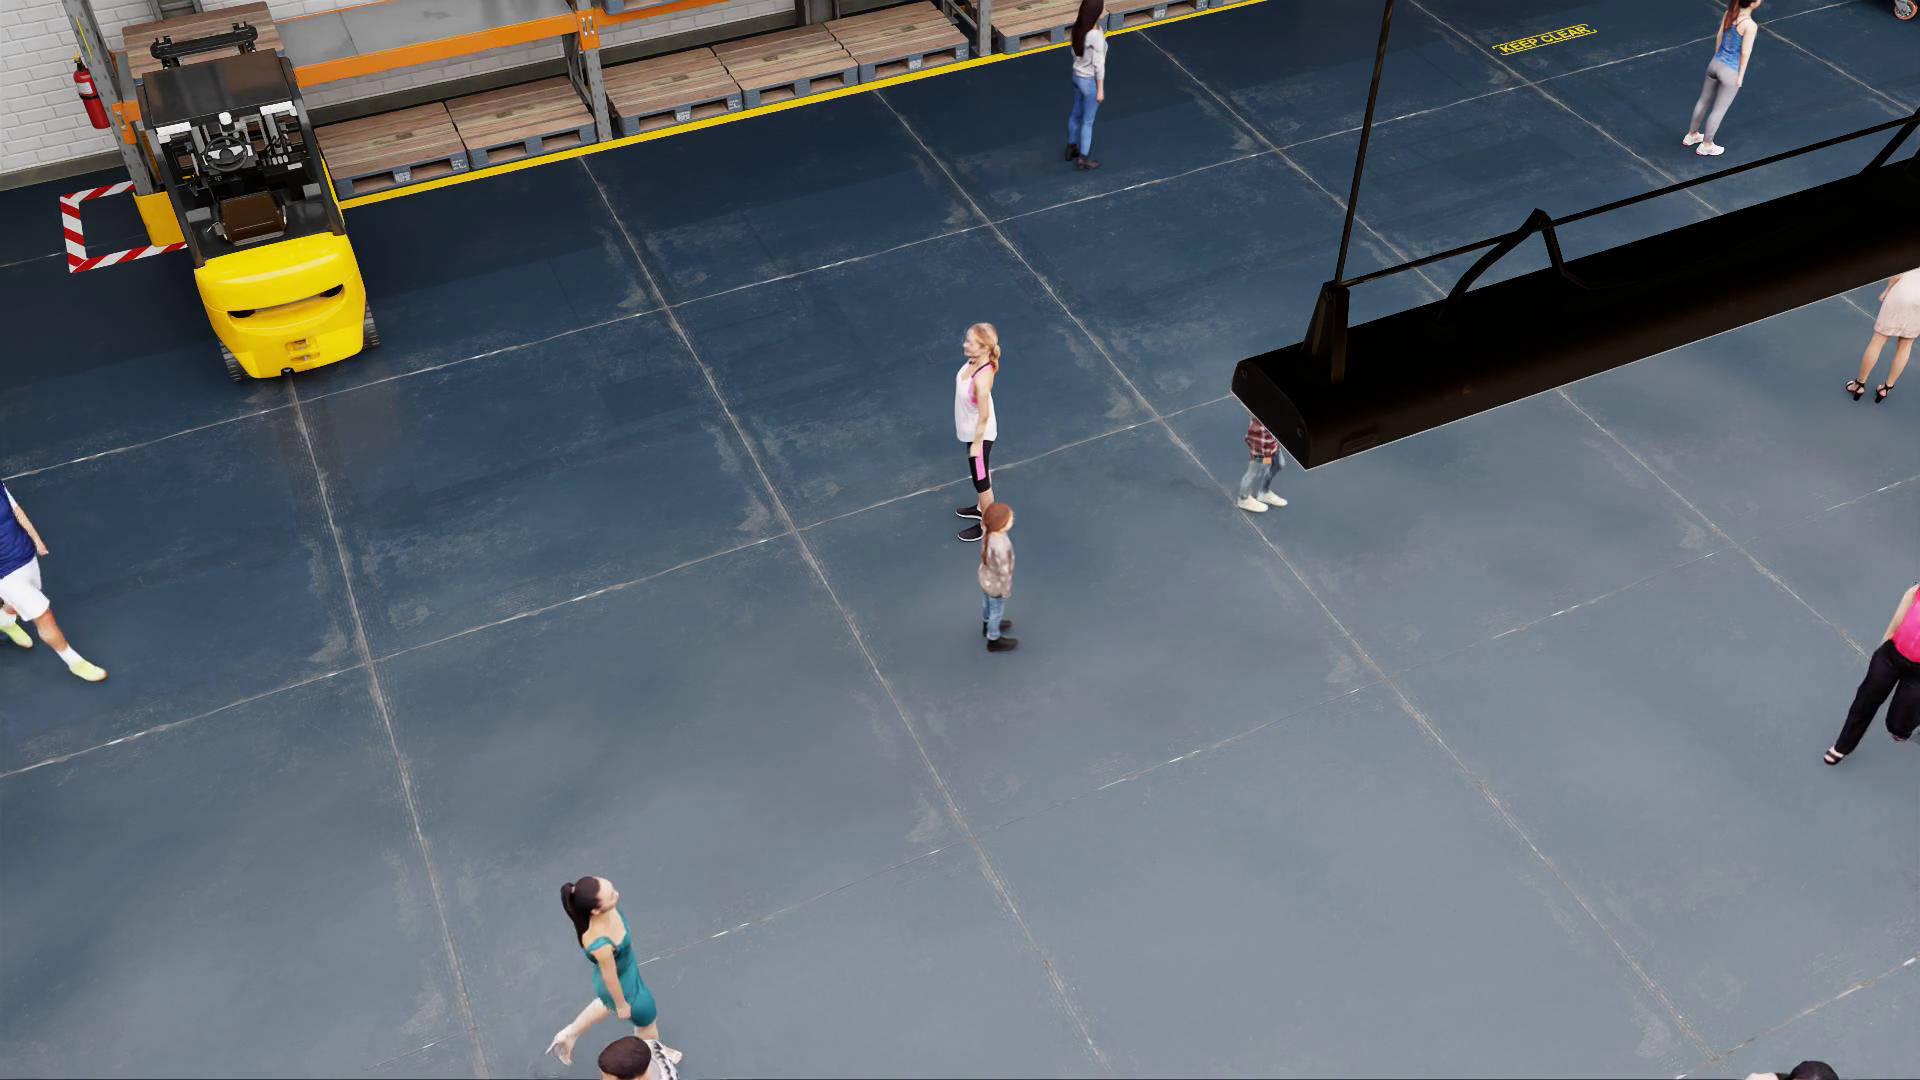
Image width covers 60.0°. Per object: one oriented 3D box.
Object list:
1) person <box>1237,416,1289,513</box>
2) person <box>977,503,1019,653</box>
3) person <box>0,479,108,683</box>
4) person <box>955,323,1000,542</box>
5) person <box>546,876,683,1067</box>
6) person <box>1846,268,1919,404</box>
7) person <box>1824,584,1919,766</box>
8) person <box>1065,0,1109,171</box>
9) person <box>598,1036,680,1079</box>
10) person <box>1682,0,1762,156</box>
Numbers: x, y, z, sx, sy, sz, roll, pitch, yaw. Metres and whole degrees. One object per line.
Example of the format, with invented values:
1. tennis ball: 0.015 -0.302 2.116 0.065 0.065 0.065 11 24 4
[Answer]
1. person: 2.070 -0.723 11.650 0.742 1.300 0.682 15 46 15
2. person: 0.224 0.229 10.727 0.510 1.194 0.511 -10 45 -11
3. person: -6.019 0.129 10.392 1.213 1.800 1.136 12 45 13
4. person: 0.135 -0.738 11.313 0.654 1.785 0.681 -1 44 -1
5. person: -1.783 2.209 8.305 0.935 1.667 0.667 -9 44 -9
6. person: 7.090 -1.796 12.391 0.626 1.830 0.709 10 44 10
7. person: 5.655 0.737 9.863 0.826 1.649 0.647 -25 49 -24
8. person: 1.134 -4.134 14.989 0.514 1.631 0.607 -20 47 -20
9. person: -1.240 2.766 7.613 1.162 1.815 0.744 -14 45 -14
10. person: 6.991 -4.297 15.176 0.566 1.610 0.581 -13 45 -13
